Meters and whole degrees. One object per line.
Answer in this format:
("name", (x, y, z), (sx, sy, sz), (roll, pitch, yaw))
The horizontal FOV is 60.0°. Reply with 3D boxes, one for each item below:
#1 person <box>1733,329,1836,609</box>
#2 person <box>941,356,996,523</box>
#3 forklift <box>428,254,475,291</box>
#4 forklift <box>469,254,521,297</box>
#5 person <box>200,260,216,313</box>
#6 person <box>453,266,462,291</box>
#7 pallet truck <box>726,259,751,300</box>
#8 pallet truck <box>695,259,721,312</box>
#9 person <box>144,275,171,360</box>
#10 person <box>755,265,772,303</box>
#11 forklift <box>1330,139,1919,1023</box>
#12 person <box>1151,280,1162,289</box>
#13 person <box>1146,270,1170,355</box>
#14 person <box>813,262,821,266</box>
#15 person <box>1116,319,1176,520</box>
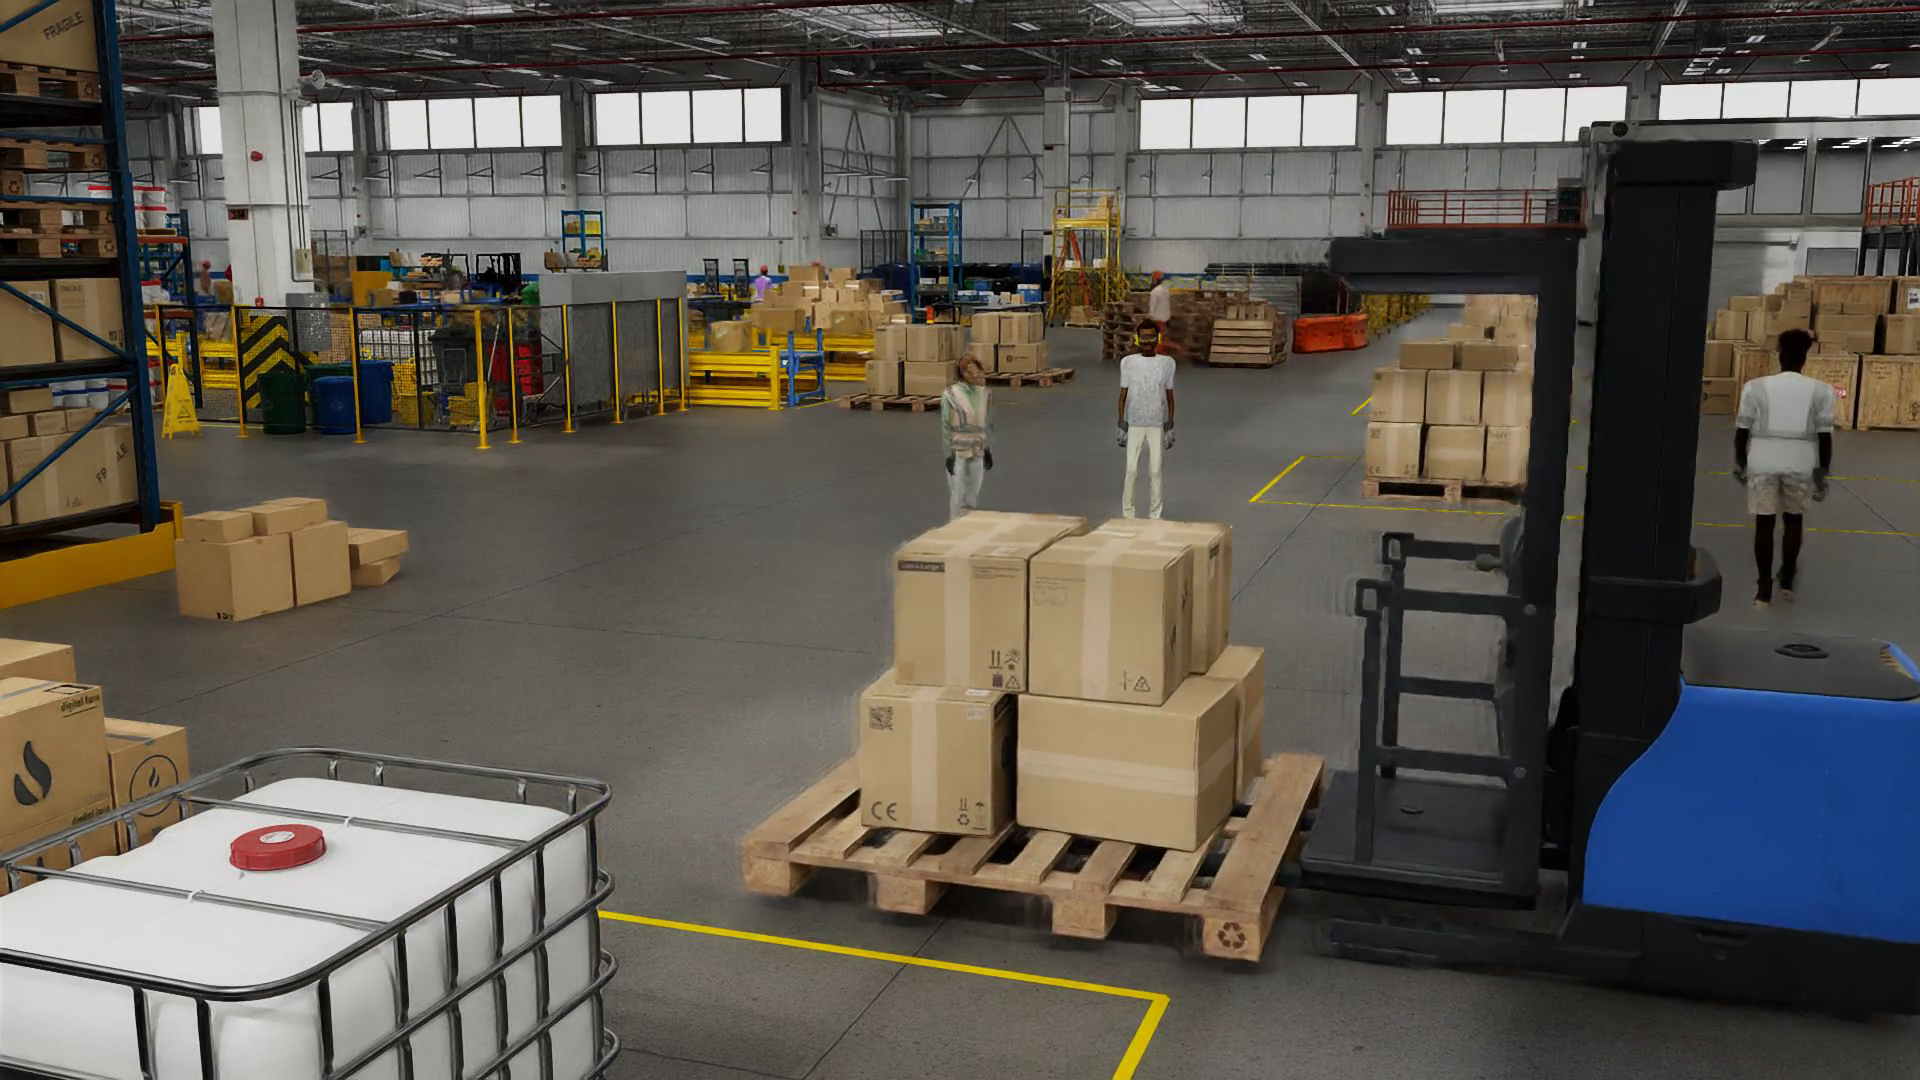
("person", (5.765, -0.516, 11.708), (0.614, 1.905, 0.983), (4, 11, 20))
("person", (0.068, -0.670, 13.399), (0.515, 1.619, 0.466), (-7, 13, -36))
("forklift", (-20.133, -10.254, 65.465), (1.157, 1.987, 2.680), (3, 11, 19))
("forklift", (-17.990, -10.121, 64.684), (1.157, 1.987, 2.680), (3, 11, 17))
("person", (-27.376, -9.139, 60.188), (0.618, 1.952, 0.975), (8, 13, 37))
("person", (-17.643, -8.695, 58.201), (0.569, 1.751, 0.540), (-2, 10, -13))
("pallet truck", (-7.986, -9.493, 62.019), (0.823, 1.965, 1.885), (3, 11, 17))
("pallet truck", (-9.165, -9.627, 62.776), (0.823, 1.965, 1.885), (4, 11, 23))
("person", (-17.006, -4.656, 35.121), (0.699, 1.875, 0.426), (-7, 12, -34))
("person", (-5.673, -7.014, 48.277), (0.558, 1.918, 0.435), (5, 11, 25))
("forklift", (2.362, 0.050, 5.789), (1.873, 2.768, 1.129), (3, 11, 19))
("person", (4.686, -5.410, 39.747), (0.323, 1.741, 0.491), (3, 11, 17))
("person", (3.993, -4.505, 33.975), (0.542, 1.974, 0.652), (7, 12, 35))
("person", (-4.185, -7.281, 49.570), (0.670, 1.993, 0.688), (-9, 13, -41))
("person", (1.610, -0.978, 14.424), (0.509, 1.872, 0.328), (1, 10, 4))
